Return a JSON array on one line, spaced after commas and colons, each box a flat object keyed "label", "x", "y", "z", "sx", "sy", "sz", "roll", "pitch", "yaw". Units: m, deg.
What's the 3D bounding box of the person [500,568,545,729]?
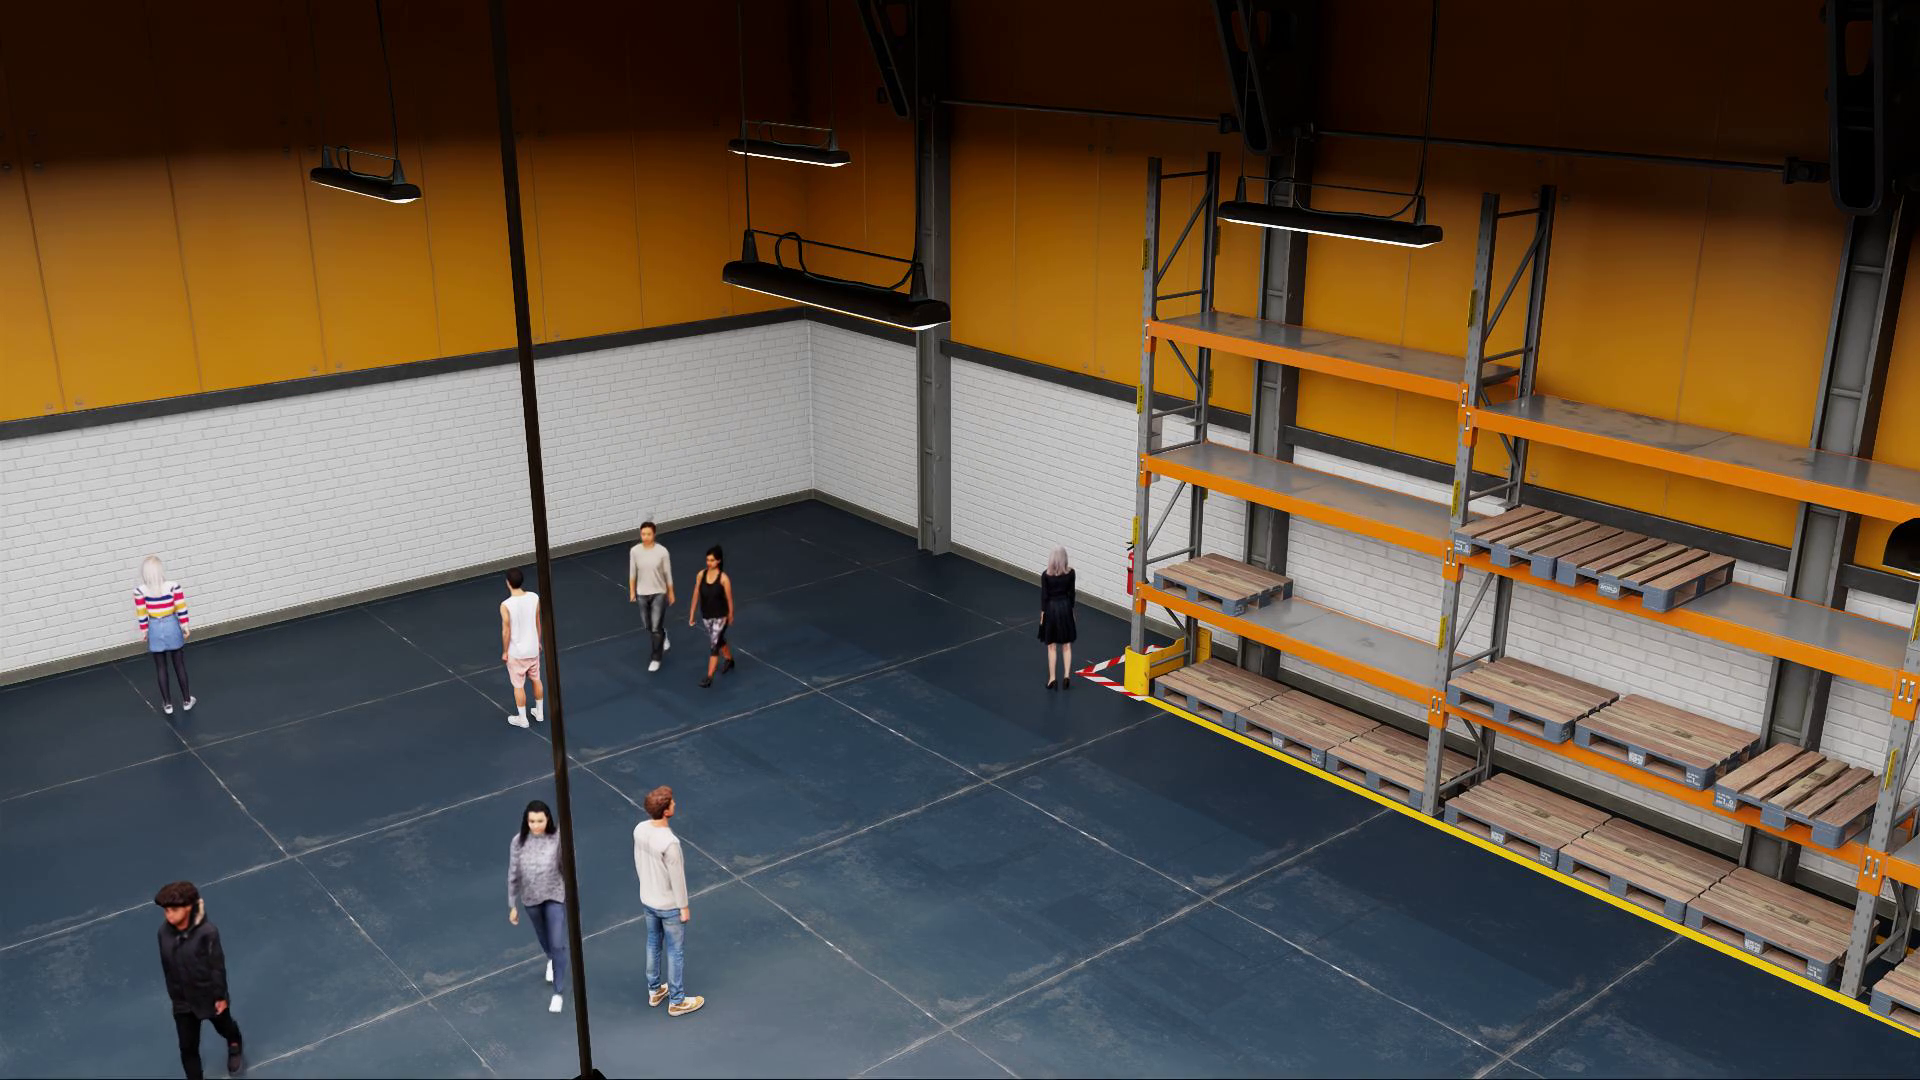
[{"label": "person", "x": -4.740, "y": 1.159, "z": 18.021, "sx": 0.603, "sy": 1.789, "sz": 0.659, "roll": 17, "pitch": 25, "yaw": 40}]

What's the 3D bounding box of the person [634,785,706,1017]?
[{"label": "person", "x": -2.313, "y": 2.800, "z": 12.972, "sx": 0.559, "sy": 1.903, "sz": 0.766, "roll": 15, "pitch": 24, "yaw": 38}]

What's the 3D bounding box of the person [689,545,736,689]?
[{"label": "person", "x": -2.793, "y": 0.849, "z": 19.214, "sx": 1.118, "sy": 1.617, "sz": 0.976, "roll": 8, "pitch": 20, "yaw": 23}]

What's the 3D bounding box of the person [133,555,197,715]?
[{"label": "person", "x": -8.794, "y": 1.028, "z": 18.380, "sx": 0.708, "sy": 1.808, "sz": 0.623, "roll": -7, "pitch": 20, "yaw": -21}]

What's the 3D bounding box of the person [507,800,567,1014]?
[{"label": "person", "x": -3.313, "y": 2.814, "z": 13.265, "sx": 1.053, "sy": 1.689, "sz": 1.190, "roll": -1, "pitch": 19, "yaw": -2}]

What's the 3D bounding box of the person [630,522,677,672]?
[{"label": "person", "x": -3.618, "y": 0.607, "z": 19.659, "sx": 1.061, "sy": 1.790, "sz": 1.112, "roll": 1, "pitch": 19, "yaw": 3}]

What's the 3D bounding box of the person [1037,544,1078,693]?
[{"label": "person", "x": 1.113, "y": 0.878, "z": 18.924, "sx": 0.687, "sy": 1.747, "sz": 0.702, "roll": -5, "pitch": 19, "yaw": -14}]

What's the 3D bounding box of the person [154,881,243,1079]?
[{"label": "person", "x": -5.440, "y": 3.216, "z": 11.974, "sx": 1.027, "sy": 1.750, "sz": 1.189, "roll": -2, "pitch": 19, "yaw": -5}]
